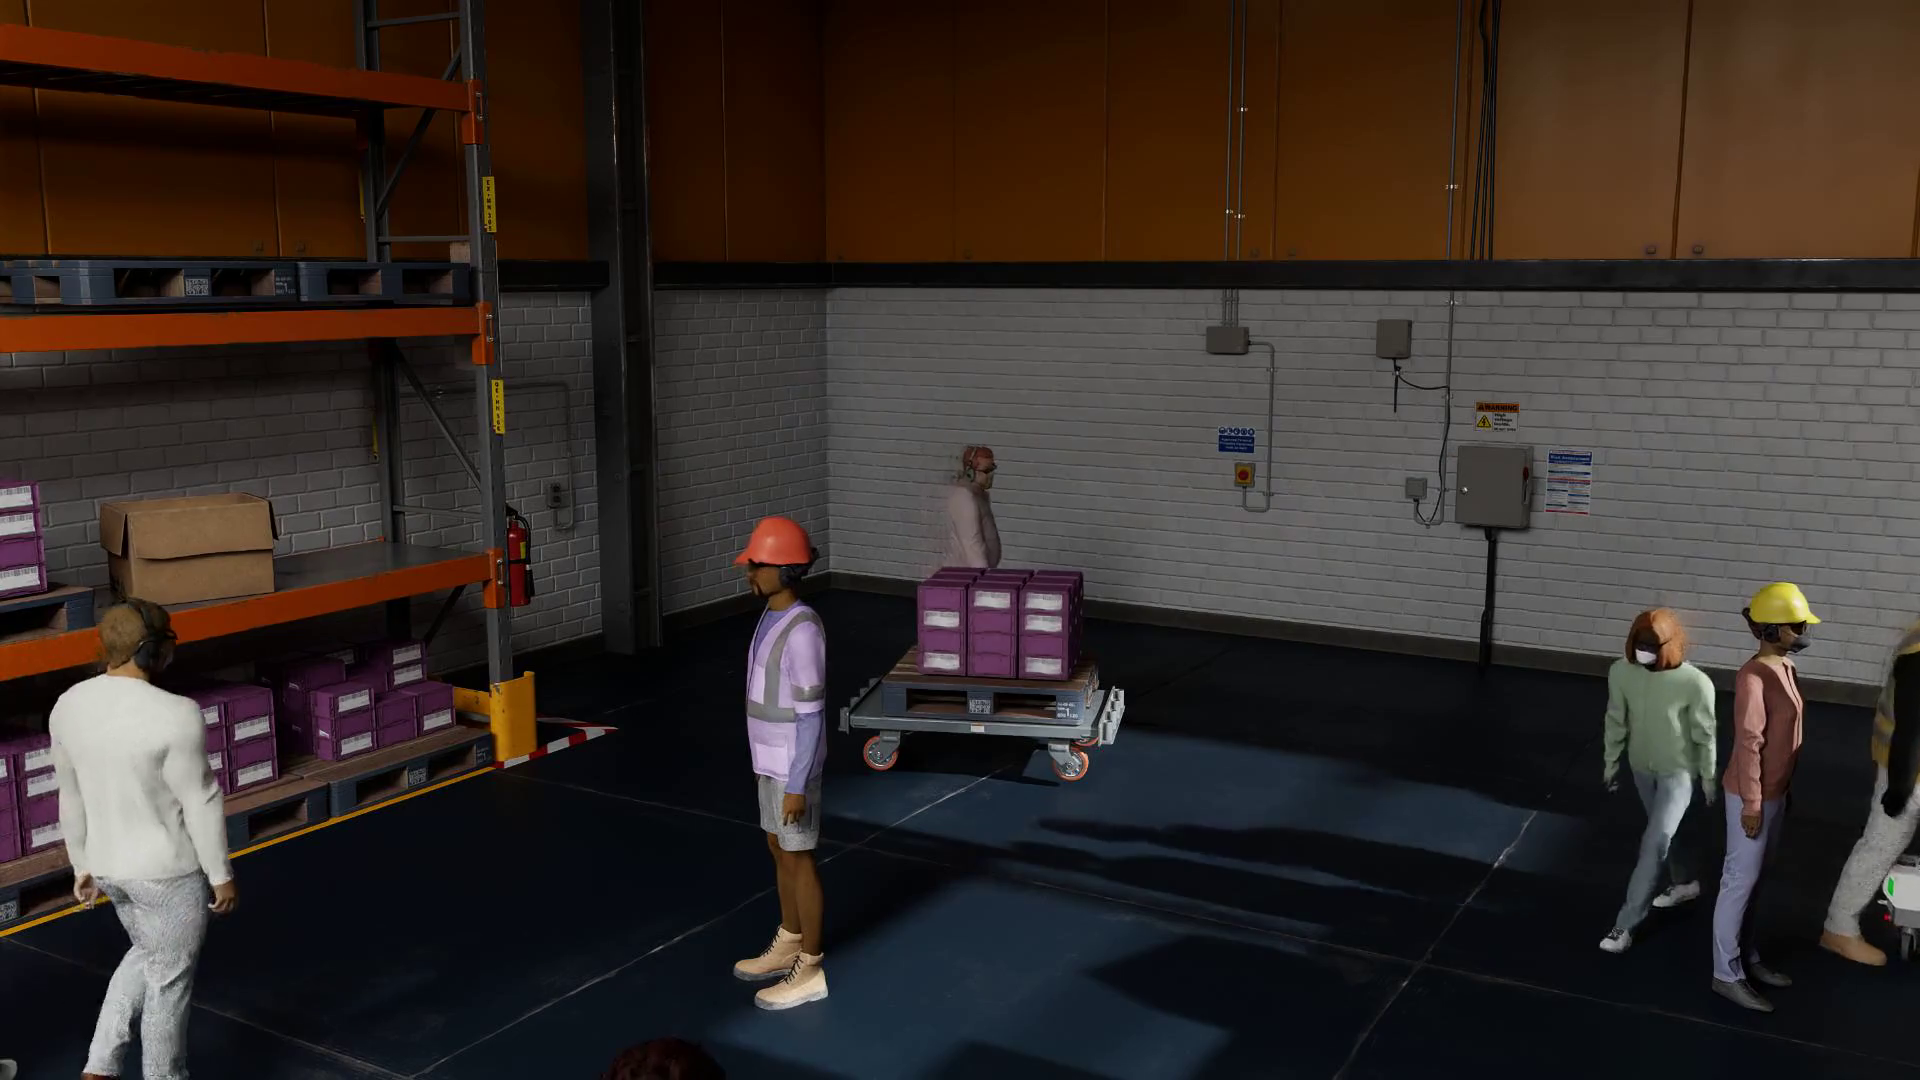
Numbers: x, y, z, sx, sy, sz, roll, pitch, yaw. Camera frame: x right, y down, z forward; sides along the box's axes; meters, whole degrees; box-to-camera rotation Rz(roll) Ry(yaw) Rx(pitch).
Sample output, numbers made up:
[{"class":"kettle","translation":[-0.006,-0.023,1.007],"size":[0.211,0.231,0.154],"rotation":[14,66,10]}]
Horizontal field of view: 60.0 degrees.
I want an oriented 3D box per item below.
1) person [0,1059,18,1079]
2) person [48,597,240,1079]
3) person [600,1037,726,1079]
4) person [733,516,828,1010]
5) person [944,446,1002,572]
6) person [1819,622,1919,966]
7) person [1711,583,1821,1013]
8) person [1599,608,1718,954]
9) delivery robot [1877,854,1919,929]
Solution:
[{"class":"person","translation":[-3.810,1.162,5.914],"size":[0.604,1.897,0.603],"rotation":[-1,9,-7]},{"class":"person","translation":[-2.827,1.144,5.826],"size":[0.631,1.924,0.417],"rotation":[4,10,25]},{"class":"person","translation":[-0.475,1.682,2.597],"size":[0.613,1.894,0.712],"rotation":[4,10,21]},{"class":"person","translation":[-0.740,0.912,6.909],"size":[0.365,2.048,0.607],"rotation":[-4,10,-21]},{"class":"person","translation":[0.179,0.283,11.396],"size":[0.873,1.863,0.664],"rotation":[1,9,3]},{"class":"person","translation":[4.223,0.992,7.235],"size":[0.643,1.787,0.729],"rotation":[-8,12,-41]},{"class":"person","translation":[3.351,1.049,6.921],"size":[0.309,1.772,0.525],"rotation":[7,12,39]},{"class":"person","translation":[3.211,1.048,7.623],"size":[1.008,1.545,0.512],"rotation":[-7,11,-36]},{"class":"delivery robot","translation":[4.427,1.549,7.284],"size":[0.707,0.478,0.477],"rotation":[4,10,24]}]
